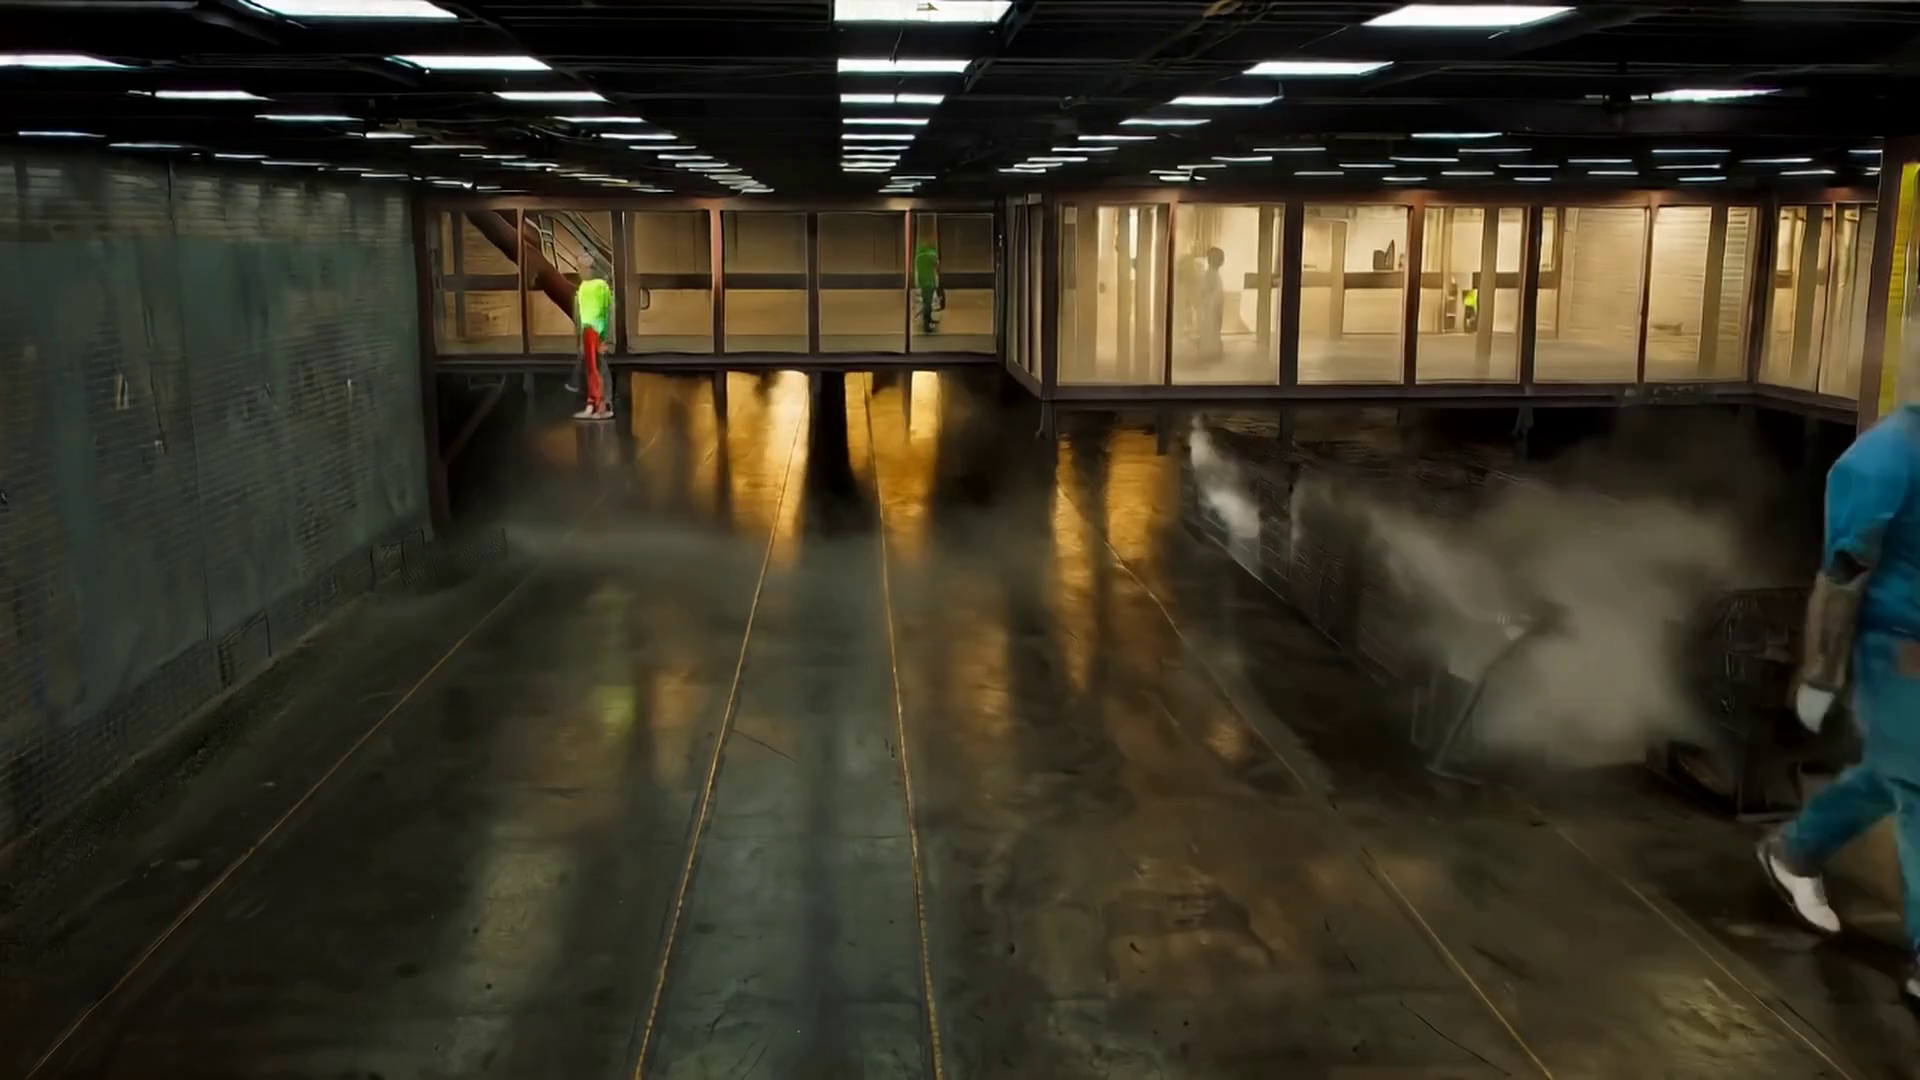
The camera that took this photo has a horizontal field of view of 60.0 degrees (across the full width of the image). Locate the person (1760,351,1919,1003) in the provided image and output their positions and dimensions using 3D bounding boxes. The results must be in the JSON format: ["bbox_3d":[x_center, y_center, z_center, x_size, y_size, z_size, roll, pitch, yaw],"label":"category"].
[{"bbox_3d":[2.628,0.312,4.612,0.667,1.871,0.957,-4,11,-22],"label":"person"}]

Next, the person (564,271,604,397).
[{"bbox_3d":[-4.758,-2.627,21.171,0.526,1.588,0.848,-9,14,-40],"label":"person"}]

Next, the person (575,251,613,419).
[{"bbox_3d":[-4.092,-2.283,18.602,0.521,1.873,0.335,9,14,42],"label":"person"}]
